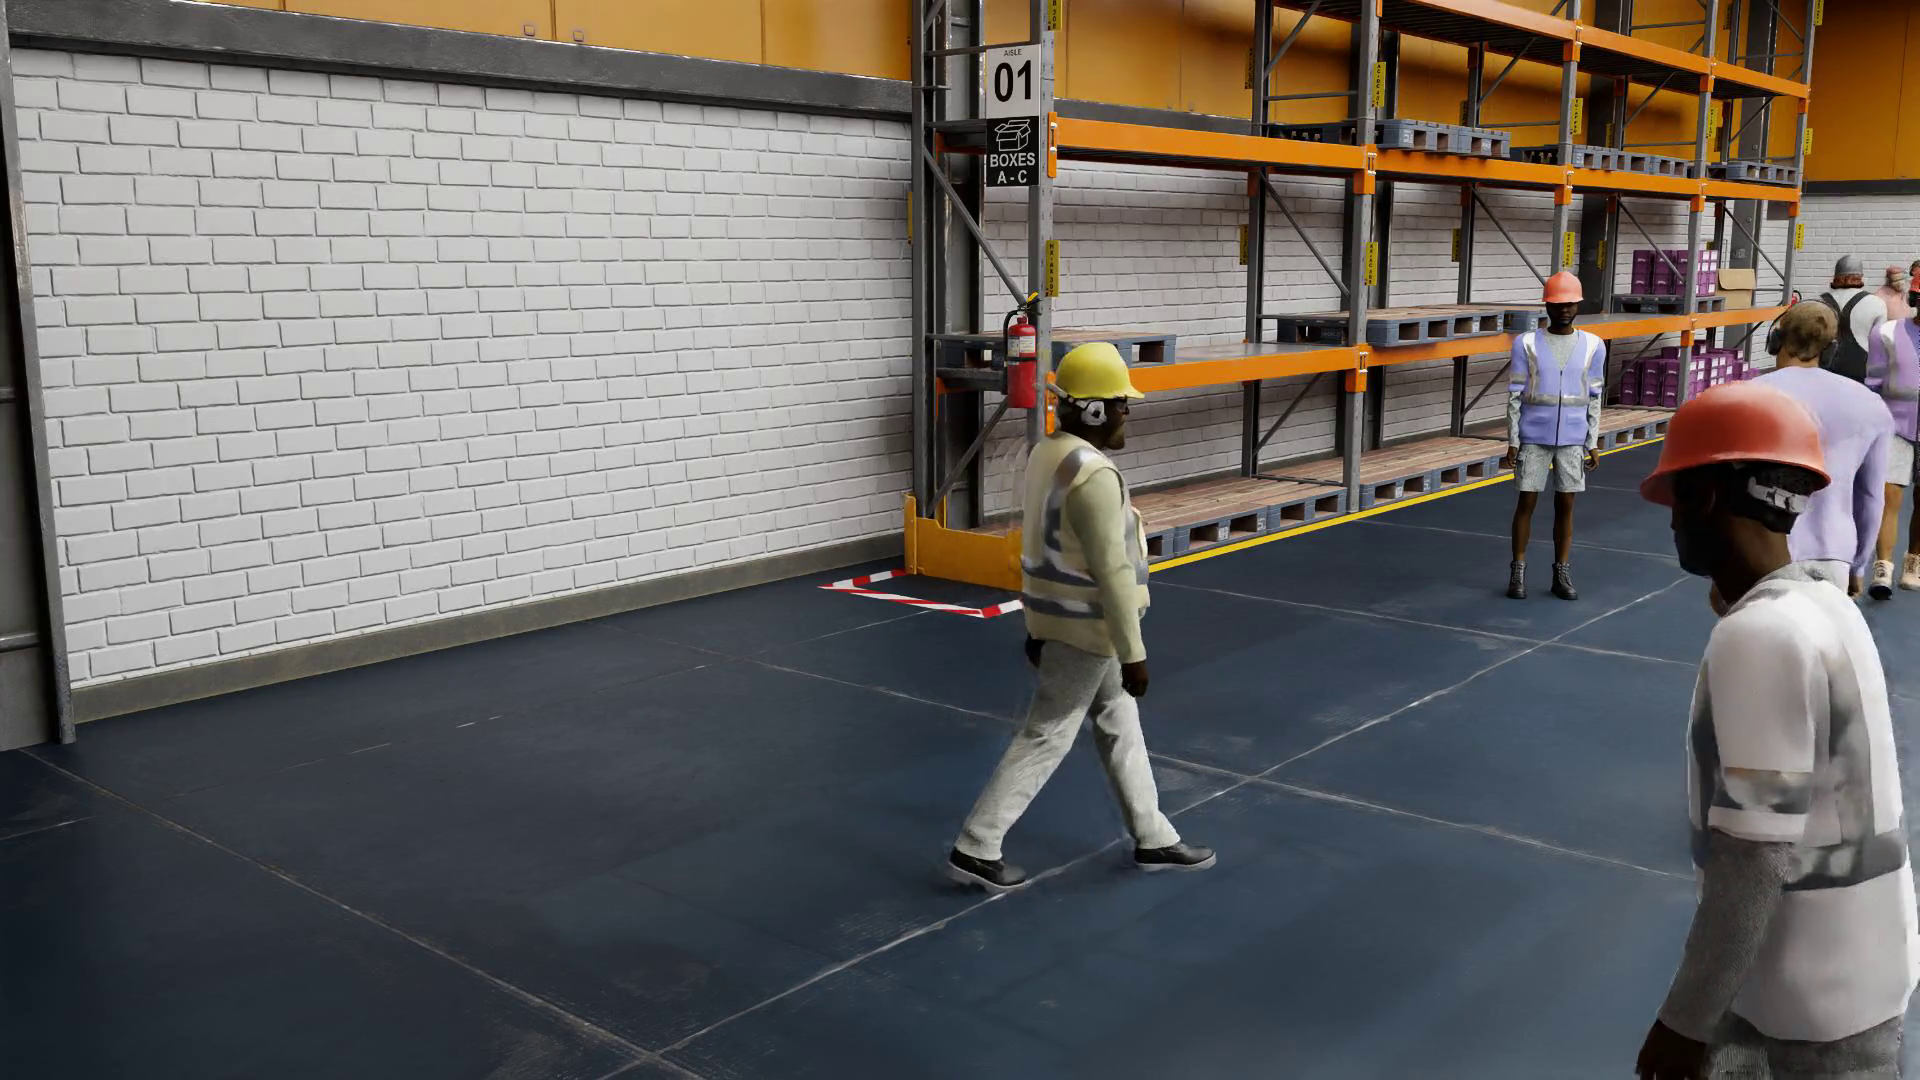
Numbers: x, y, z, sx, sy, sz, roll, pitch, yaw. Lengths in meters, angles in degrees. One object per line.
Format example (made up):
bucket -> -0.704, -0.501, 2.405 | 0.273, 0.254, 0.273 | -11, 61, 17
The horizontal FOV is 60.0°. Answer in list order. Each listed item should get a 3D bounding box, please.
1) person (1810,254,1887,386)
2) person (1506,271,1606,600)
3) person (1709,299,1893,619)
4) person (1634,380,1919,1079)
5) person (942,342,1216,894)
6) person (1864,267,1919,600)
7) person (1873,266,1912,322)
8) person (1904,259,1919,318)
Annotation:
person -> 7.829, -1.525, 14.762 | 0.697, 2.000, 0.537 | 8, 13, 40
person -> 3.507, -0.606, 9.825 | 0.542, 1.939, 0.359 | 1, 10, 8
person -> 2.973, 0.091, 5.984 | 0.651, 1.882, 0.955 | 1, 10, 7
person -> 1.342, 0.694, 2.682 | 0.856, 1.864, 0.604 | 6, 12, 31
person -> 0.374, 0.261, 5.339 | 0.943, 1.789, 0.604 | -2, 10, -9
person -> 5.665, -0.633, 9.813 | 0.630, 1.989, 1.016 | 5, 11, 28
person -> 10.964, -2.302, 19.689 | 0.670, 1.866, 0.482 | -4, 11, -22
person -> 12.705, -2.765, 22.162 | 0.625, 1.922, 0.518 | 8, 13, 39
